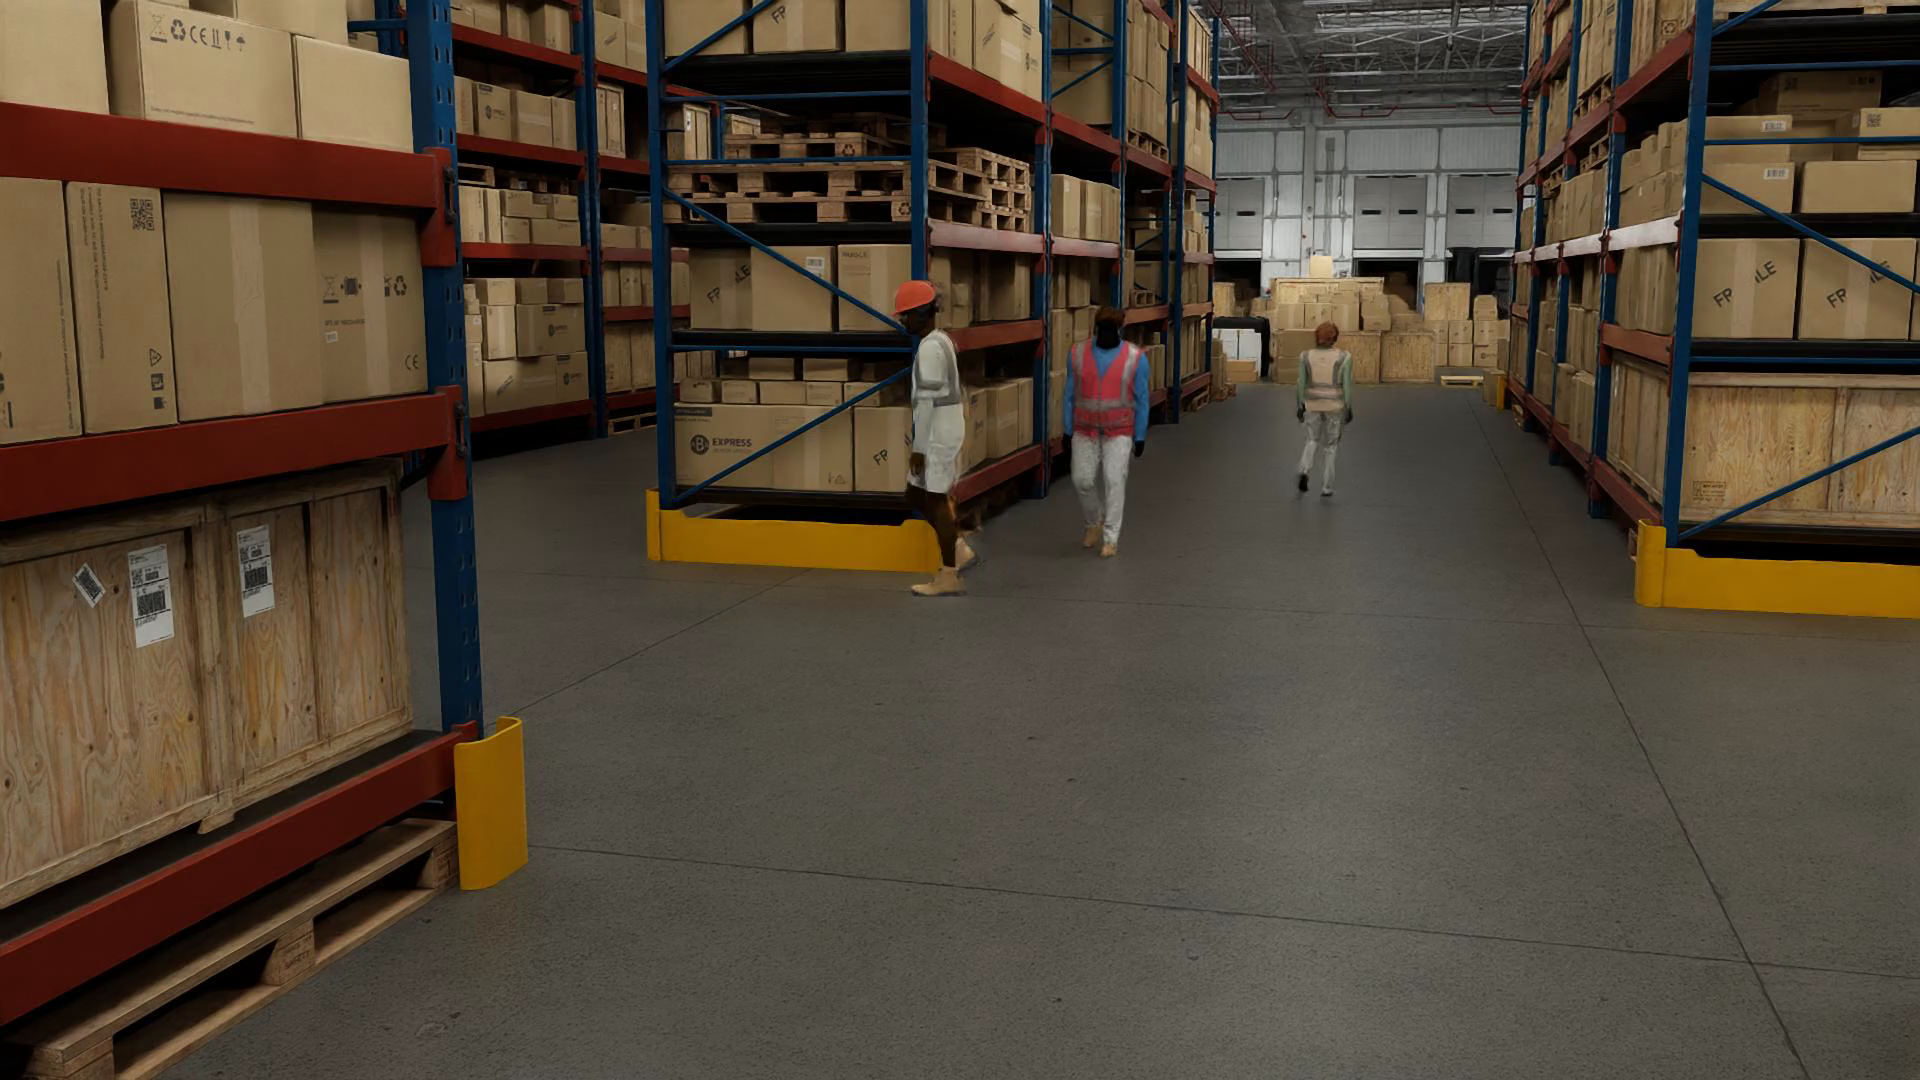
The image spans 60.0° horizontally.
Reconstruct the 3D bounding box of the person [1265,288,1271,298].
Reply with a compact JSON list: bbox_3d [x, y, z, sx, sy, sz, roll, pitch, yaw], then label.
[{"bbox_3d":[12.238,-9.151,65.855,0.432,1.623,0.538,1,9,6],"label":"person"}]

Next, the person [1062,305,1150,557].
[{"bbox_3d":[1.053,-0.788,12.105,0.652,1.830,0.438,2,9,15],"label":"person"}]

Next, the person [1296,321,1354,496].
[{"bbox_3d":[3.380,-1.208,15.427,0.527,1.630,0.392,5,10,29],"label":"person"}]

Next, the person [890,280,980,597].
[{"bbox_3d":[-0.196,-0.637,10.563,0.494,2.011,0.684,0,9,-2],"label":"person"}]

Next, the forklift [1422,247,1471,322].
[{"bbox_3d":[12.944,-6.205,43.194,1.873,2.768,1.129,1,9,7],"label":"forklift"}]

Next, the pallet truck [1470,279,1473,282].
[{"bbox_3d":[18.896,-8.459,60.307,1.885,1.965,0.823,5,10,31],"label":"pallet truck"}]
